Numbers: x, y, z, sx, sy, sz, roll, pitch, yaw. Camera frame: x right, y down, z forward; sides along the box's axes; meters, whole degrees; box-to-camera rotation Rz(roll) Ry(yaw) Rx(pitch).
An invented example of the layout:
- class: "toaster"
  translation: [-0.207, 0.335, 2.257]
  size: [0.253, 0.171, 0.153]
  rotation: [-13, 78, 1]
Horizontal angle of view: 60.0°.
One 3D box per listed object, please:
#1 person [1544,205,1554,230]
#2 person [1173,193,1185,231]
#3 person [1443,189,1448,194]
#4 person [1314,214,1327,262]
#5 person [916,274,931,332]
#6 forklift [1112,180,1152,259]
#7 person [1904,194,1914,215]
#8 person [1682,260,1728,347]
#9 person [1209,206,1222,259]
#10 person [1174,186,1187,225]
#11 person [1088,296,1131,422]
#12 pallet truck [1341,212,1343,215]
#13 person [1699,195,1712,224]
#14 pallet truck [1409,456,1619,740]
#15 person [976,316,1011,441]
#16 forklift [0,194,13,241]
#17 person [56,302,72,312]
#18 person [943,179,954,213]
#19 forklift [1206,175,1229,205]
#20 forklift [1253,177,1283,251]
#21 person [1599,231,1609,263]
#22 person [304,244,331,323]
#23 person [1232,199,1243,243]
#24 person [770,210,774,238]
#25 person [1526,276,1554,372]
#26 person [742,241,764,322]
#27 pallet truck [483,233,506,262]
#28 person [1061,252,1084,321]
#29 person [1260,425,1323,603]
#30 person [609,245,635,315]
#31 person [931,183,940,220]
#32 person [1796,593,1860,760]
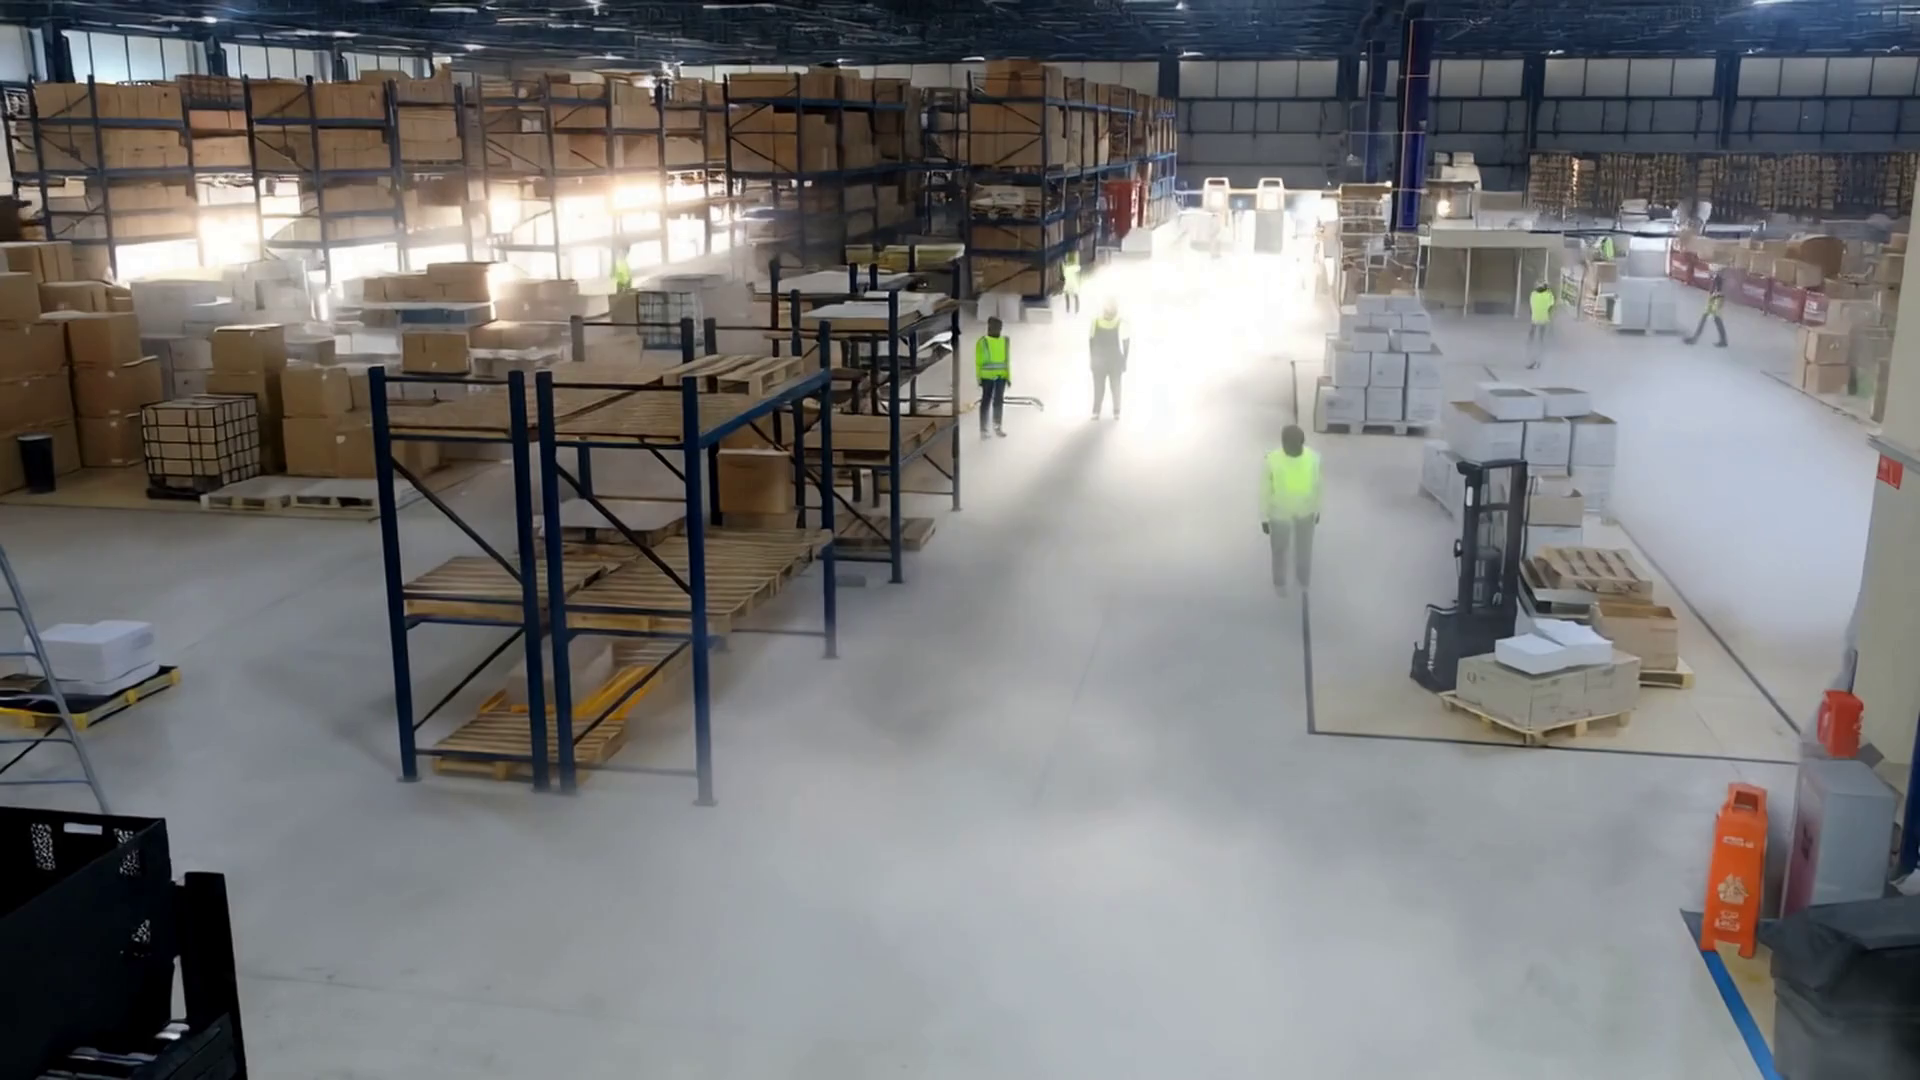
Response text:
- class: "person"
  translation: [23.114, -12.332, 65.601]
  size: [0.660, 1.745, 0.525]
  rotation: [1, 14, 3]
- class: "person"
  translation: [10.231, -15.304, 77.664]
  size: [0.544, 1.736, 0.743]
  rotation: [2, 14, 9]
- class: "person"
  translation: [23.576, -16.237, 81.361]
  size: [0.622, 1.796, 0.618]
  rotation: [-2, 14, -10]
- class: "person"
  translation: [12.854, -10.764, 59.346]
  size: [0.539, 1.696, 0.320]
  rotation: [-12, 18, -40]
- class: "person"
  translation: [-0.793, -5.003, 36.098]
  size: [0.534, 1.616, 0.552]
  rotation: [13, 19, 43]
- class: "forklift"
  translation: [6.082, -11.722, 60.796]
  size: [1.873, 2.768, 1.129]
  rotation: [2, 14, 9]
- class: "person"
  translation: [44.534, -15.440, 78.036]
  size: [0.416, 1.847, 0.584]
  rotation: [-3, 14, -11]
- class: "person"
  translation: [16.226, -5.099, 35.944]
  size: [0.972, 1.884, 0.571]
  rotation: [1, 14, 4]
- class: "person"
  translation: [9.348, -11.184, 60.576]
  size: [0.585, 1.921, 0.564]
  rotation: [-7, 15, -26]
- class: "person"
  translation: [10.705, -16.199, 80.845]
  size: [0.631, 1.971, 0.801]
  rotation: [2, 14, 8]
- class: "person"
  translation: [2.362, -2.910, 26.748]
  size: [0.690, 2.000, 0.538]
  rotation: [7, 15, 25]
- class: "pallet truck"
  translation: [15.874, -13.227, 70.310]
  size: [0.680, 1.201, 1.601]
  rotation: [10, 17, 35]
- class: "person"
  translation: [32.281, -14.027, 72.155]
  size: [0.615, 1.914, 0.851]
  rotation: [-5, 15, -21]
- class: "pallet truck"
  translation: [4.504, 0.400, 13.395]
  size: [0.823, 1.965, 1.885]
  rotation: [-6, 15, -23]
- class: "person"
  translation: [0.514, -2.453, 25.213]
  size: [0.584, 1.882, 0.339]
  rotation: [-8, 16, -29]
- class: "forklift"
  translation: [-27.813, -8.564, 47.973]
  size: [1.129, 2.768, 1.873]
  rotation: [3, 14, 10]
- class: "person"
  translation: [-14.239, -2.847, 26.700]
  size: [0.353, 1.937, 0.635]
  rotation: [-2, 14, -8]
- class: "person"
  translation: [-0.446, -19.646, 94.901]
  size: [1.002, 1.954, 0.617]
  rotation: [-1, 14, -6]
- class: "forklift"
  translation: [10.510, -13.539, 68.171]
  size: [1.129, 2.768, 1.873]
  rotation: [3, 14, 10]
- class: "forklift"
  translation: [12.083, -12.747, 64.956]
  size: [1.129, 2.768, 1.873]
  rotation: [3, 14, 10]
- class: "person"
  translation: [19.425, -8.500, 50.280]
  size: [0.288, 1.634, 0.499]
  rotation: [8, 16, 29]
- class: "person"
  translation: [-15.676, -6.265, 40.644]
  size: [0.587, 1.911, 0.397]
  rotation: [-7, 15, -26]
- class: "person"
  translation: [11.602, -13.372, 69.684]
  size: [0.404, 1.823, 0.590]
  rotation: [-11, 17, -37]
- class: "person"
  translation: [-7.167, -11.981, 64.464]
  size: [0.673, 1.614, 0.503]
  rotation: [5, 15, 20]
- class: "person"
  translation: [11.275, -4.195, 32.349]
  size: [0.504, 1.857, 0.405]
  rotation: [12, 18, 40]
- class: "person"
  translation: [-5.075, -6.354, 40.905]
  size: [0.736, 1.956, 0.606]
  rotation: [1, 14, 4]
- class: "pallet truck"
  translation: [-11.832, -7.026, 43.548]
  size: [1.885, 1.965, 0.823]
  rotation: [8, 16, 28]
- class: "person"
  translation: [2.781, -6.287, 41.195]
  size: [0.644, 1.677, 0.460]
  rotation: [8, 16, 29]
- class: "person"
  translation: [3.265, -0.264, 16.478]
  size: [0.649, 1.809, 0.558]
  rotation: [-1, 14, -3]
- class: "person"
  translation: [-8.519, -6.596, 42.235]
  size: [0.978, 1.791, 0.648]
  rotation: [-1, 14, -3]
- class: "person"
  translation: [-1.361, -17.870, 87.737]
  size: [0.563, 1.924, 0.406]
  rotation: [2, 14, 10]
- class: "person"
  translation: [6.757, 0.752, 12.190]
  size: [1.020, 1.877, 0.653]
  rotation: [2, 14, 9]
